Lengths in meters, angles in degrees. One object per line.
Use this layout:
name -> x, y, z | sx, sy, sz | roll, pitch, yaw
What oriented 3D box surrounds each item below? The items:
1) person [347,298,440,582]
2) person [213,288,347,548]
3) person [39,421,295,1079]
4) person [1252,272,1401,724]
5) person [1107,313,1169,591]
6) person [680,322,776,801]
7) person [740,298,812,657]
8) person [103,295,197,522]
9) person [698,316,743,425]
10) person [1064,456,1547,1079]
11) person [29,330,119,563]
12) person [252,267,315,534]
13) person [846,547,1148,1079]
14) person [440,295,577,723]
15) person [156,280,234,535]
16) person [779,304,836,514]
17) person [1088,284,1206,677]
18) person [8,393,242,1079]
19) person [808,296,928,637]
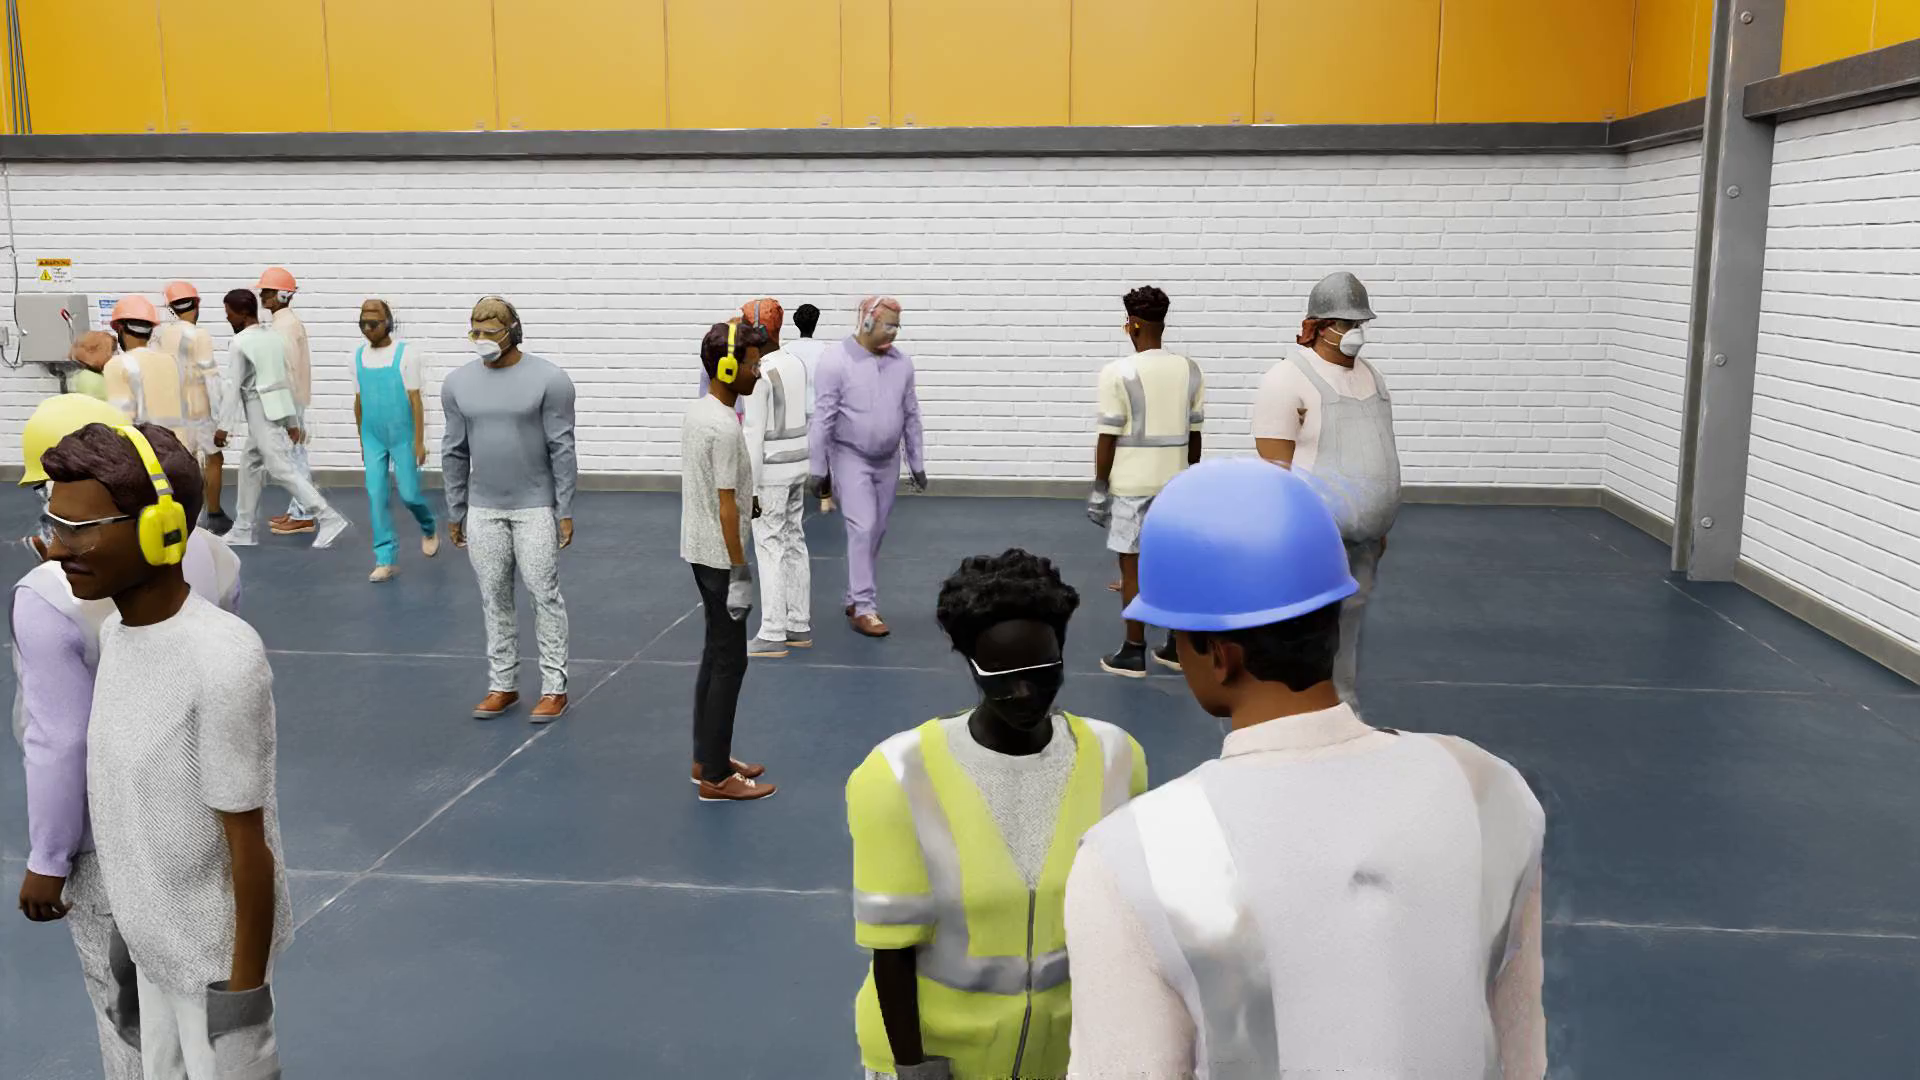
person -> -3.685, -0.666, 10.846 | 0.526, 1.825, 0.689 | 1, 10, 5
person -> -4.904, -0.855, 11.871 | 0.989, 1.855, 0.603 | 0, 10, 1
person -> -1.288, 0.727, 2.778 | 0.511, 1.862, 0.324 | 9, 13, 42
person -> 1.577, -0.093, 6.947 | 0.682, 2.000, 0.537 | -7, 12, -36
person -> 1.134, -0.589, 10.321 | 0.360, 1.860, 0.567 | 1, 10, 6
person -> -0.908, 0.091, 6.434 | 0.330, 1.854, 0.531 | -4, 11, -20
person -> -0.979, -0.322, 8.723 | 0.359, 1.880, 0.576 | 4, 11, 21
person -> -4.535, -0.412, 9.243 | 0.958, 1.866, 0.602 | 4, 11, 24
person -> -1.878, -1.024, 13.558 | 0.556, 1.594, 0.390 | 1, 10, 5
person -> 0.426, 0.870, 1.854 | 0.633, 1.902, 0.708 | -3, 10, -18
person -> -5.757, -0.575, 10.933 | 0.630, 1.606, 0.527 | -3, 10, -19
person -> -5.083, -1.051, 12.549 | 0.372, 1.997, 0.622 | -4, 11, -22
person -> 0.075, 0.830, 2.683 | 0.539, 1.681, 0.376 | -4, 11, -22
person -> -2.035, -0.135, 7.523 | 0.636, 1.928, 0.384 | 1, 10, 8
person -> -5.727, -0.959, 12.290 | 0.588, 1.914, 0.679 | 8, 13, 38
person -> -1.224, -1.050, 13.406 | 0.541, 1.696, 0.316 | 0, 10, 0
person -> 0.933, -0.286, 8.291 | 0.615, 1.956, 0.373 | -6, 11, -29
person -> -1.834, 0.588, 3.670 | 0.403, 1.822, 0.589 | 3, 10, 14
person -> -0.481, -0.415, 9.278 | 0.723, 1.866, 0.782 | -8, 13, -38
